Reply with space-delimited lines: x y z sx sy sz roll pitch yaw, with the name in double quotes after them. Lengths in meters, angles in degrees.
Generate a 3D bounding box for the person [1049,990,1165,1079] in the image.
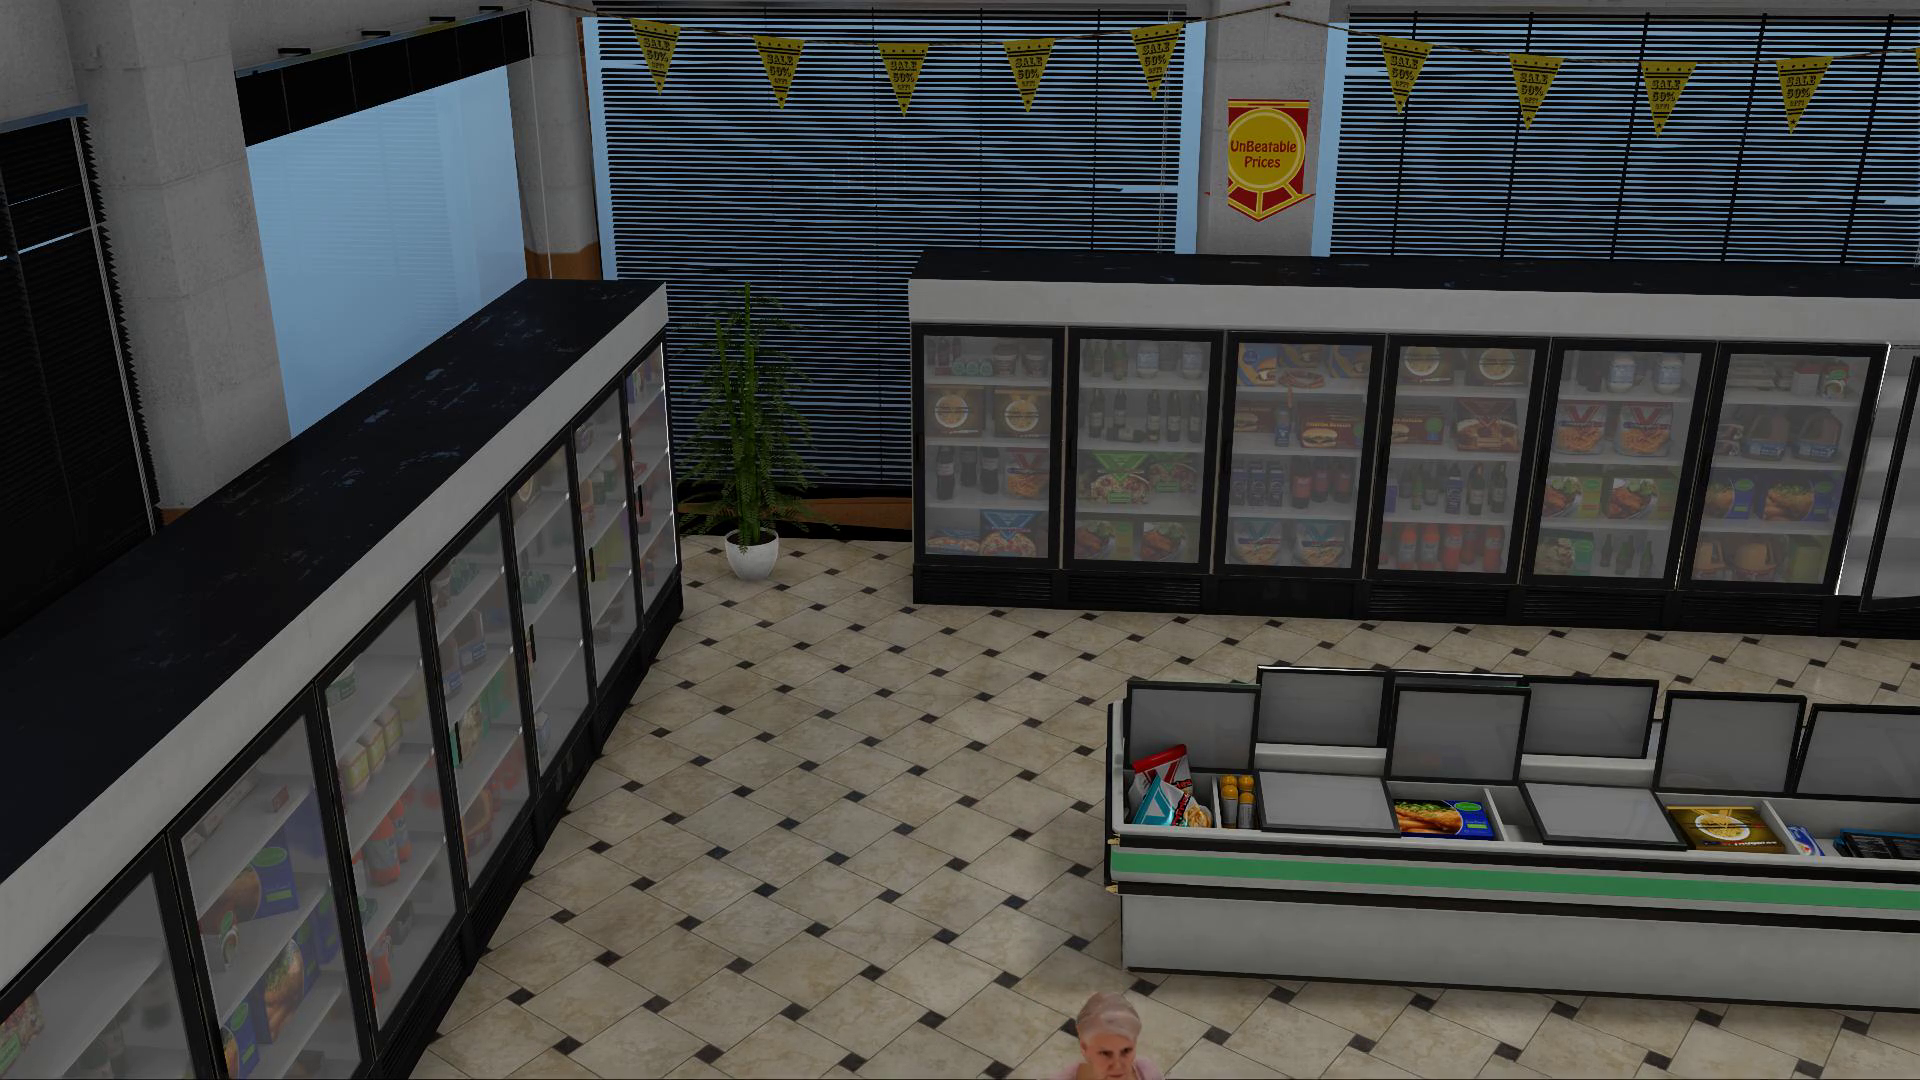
0.418 2.079 5.255 0.667 1.680 0.759 -4 22 -10 "person"
